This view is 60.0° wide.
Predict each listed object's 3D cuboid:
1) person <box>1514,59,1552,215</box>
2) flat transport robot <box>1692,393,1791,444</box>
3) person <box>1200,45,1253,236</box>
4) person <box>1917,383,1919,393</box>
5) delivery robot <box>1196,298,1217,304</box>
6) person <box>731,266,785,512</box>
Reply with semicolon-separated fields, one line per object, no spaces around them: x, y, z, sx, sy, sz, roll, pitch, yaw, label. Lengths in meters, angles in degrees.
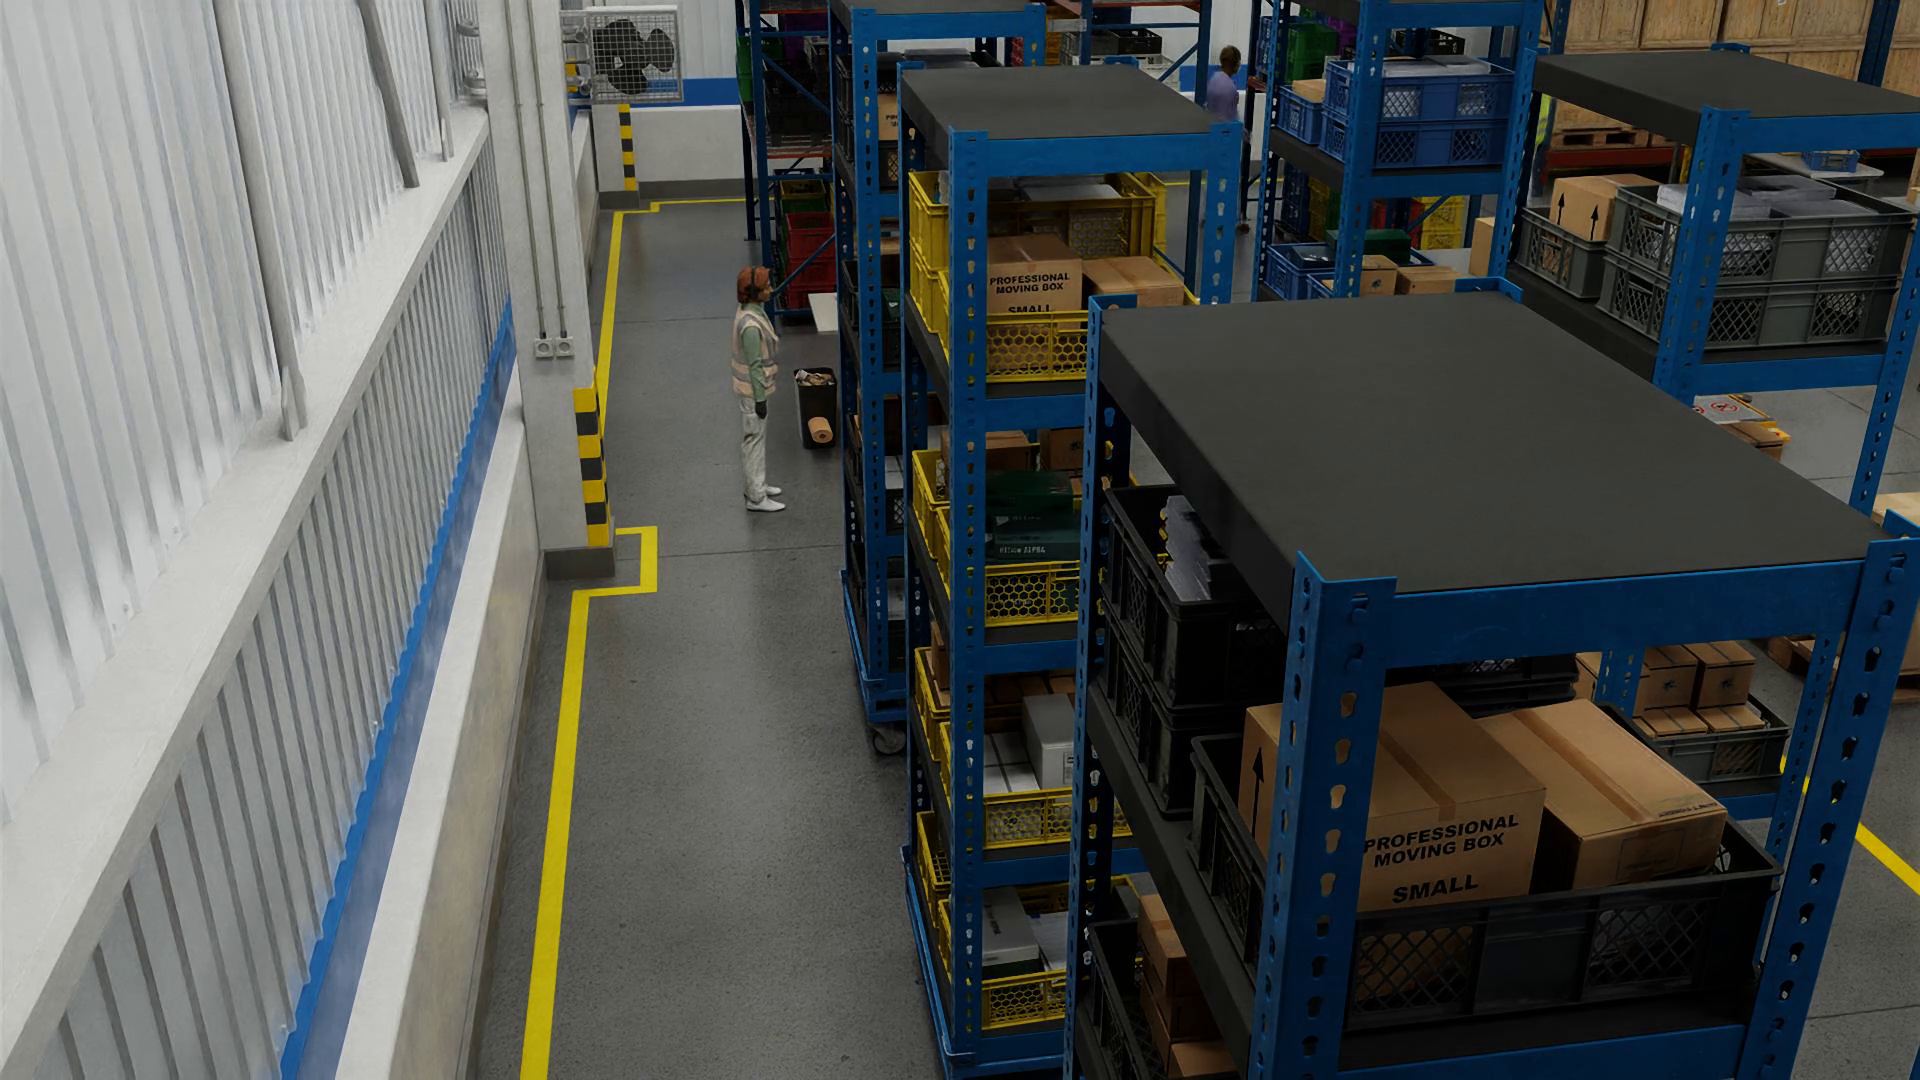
5.924;-4.217;17.578;0.670;1.830;0.452;-21;32;-38;person
5.224;-0.859;12.132;1.431;0.197;0.652;-4;25;-8;flat transport robot
2.830;-4.181;17.403;0.566;1.914;0.632;-2;25;-5;person
7.748;-1.963;12.677;0.586;1.833;0.403;1;25;2;person
1.841;-1.819;13.774;0.707;0.478;0.477;-20;31;-37;delivery robot
-1.319;-0.975;10.769;0.312;1.633;0.519;-3;25;-6;person
